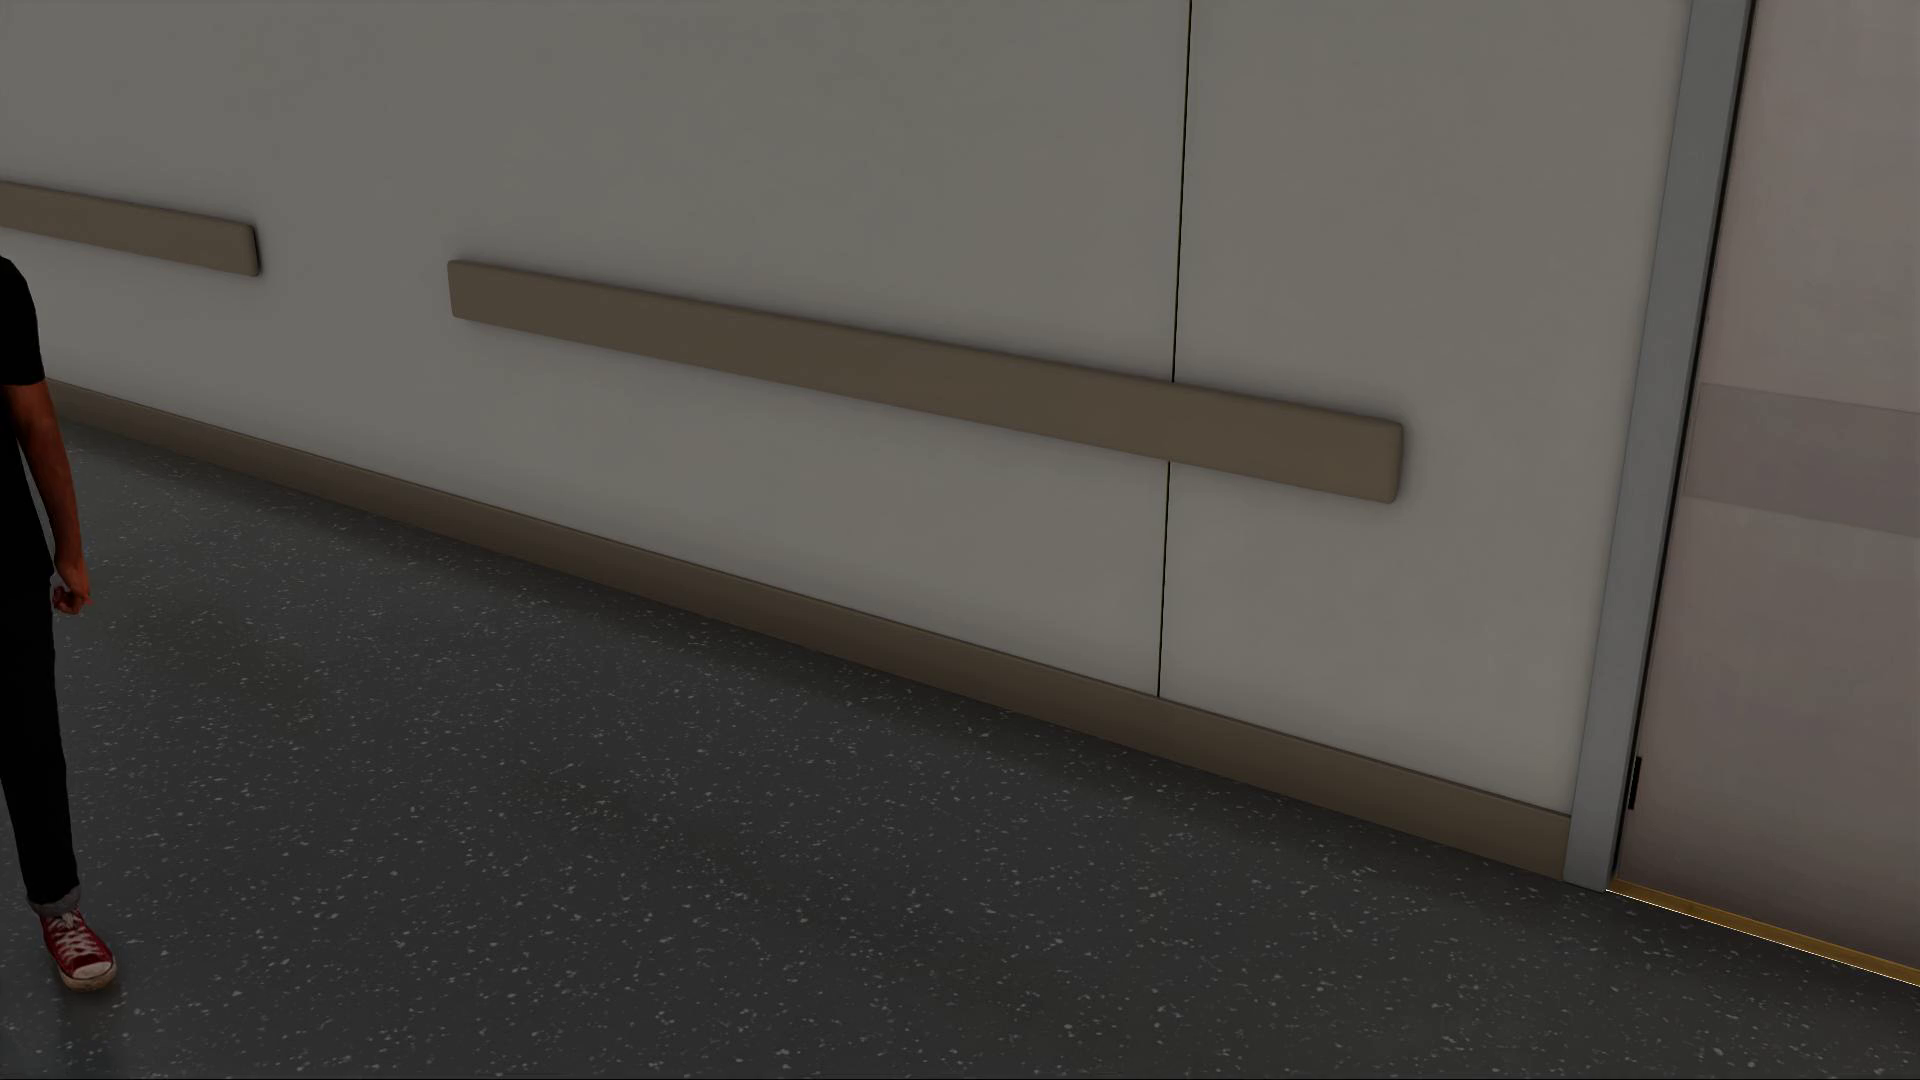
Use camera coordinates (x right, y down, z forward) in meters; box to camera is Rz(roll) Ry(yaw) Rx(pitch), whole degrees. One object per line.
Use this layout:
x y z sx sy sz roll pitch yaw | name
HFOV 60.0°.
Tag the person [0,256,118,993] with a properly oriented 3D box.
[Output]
-2.012 0.029 3.232 0.914 1.748 0.890 -15 25 -34 | person
